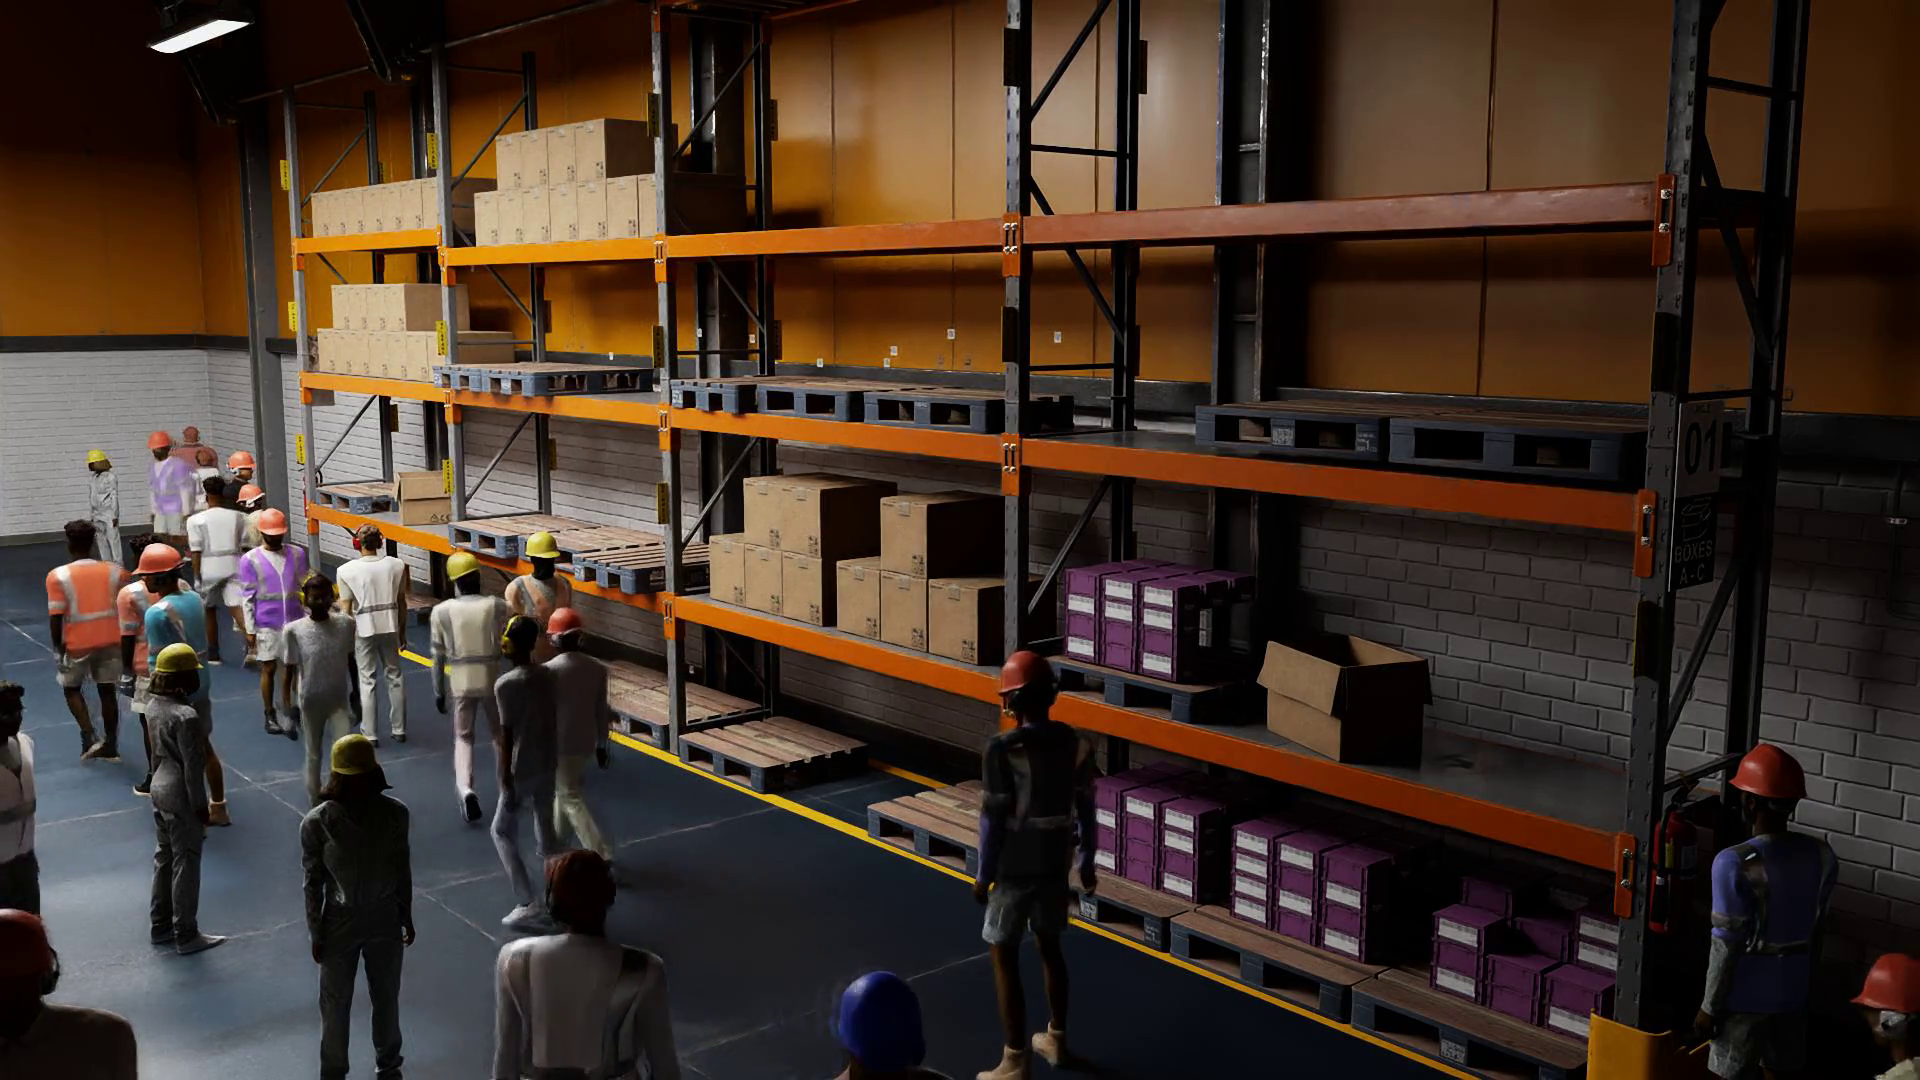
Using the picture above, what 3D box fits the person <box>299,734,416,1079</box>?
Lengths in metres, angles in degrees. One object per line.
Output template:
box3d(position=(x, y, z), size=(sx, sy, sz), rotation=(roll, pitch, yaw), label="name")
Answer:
box3d(position=(-2.672, 1.718, 7.438), size=(0.487, 1.744, 0.294), rotation=(-6, 10, -38), label="person")

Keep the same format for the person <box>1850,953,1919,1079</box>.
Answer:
box3d(position=(2.889, 2.102, 4.918), size=(0.611, 1.704, 0.834), rotation=(-6, 10, -35), label="person")

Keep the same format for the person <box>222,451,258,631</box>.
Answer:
box3d(position=(-7.926, 0.010, 18.437), size=(0.382, 1.995, 0.612), rotation=(0, 8, 0), label="person")

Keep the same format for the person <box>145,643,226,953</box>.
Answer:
box3d(position=(-4.404, 1.444, 9.398), size=(0.483, 1.734, 0.356), rotation=(7, 11, 41), label="person")

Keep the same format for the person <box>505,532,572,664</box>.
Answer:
box3d(position=(-3.135, 0.890, 12.551), size=(0.365, 1.928, 0.585), rotation=(6, 10, 36), label="person")

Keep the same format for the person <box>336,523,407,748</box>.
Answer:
box3d(position=(-4.782, 0.781, 13.584), size=(0.564, 1.847, 0.395), rotation=(-7, 11, -41), label="person")

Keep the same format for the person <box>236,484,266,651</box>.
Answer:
box3d(position=(-7.370, 0.283, 17.428), size=(0.350, 1.739, 0.574), rotation=(-1, 8, -5), label="person")

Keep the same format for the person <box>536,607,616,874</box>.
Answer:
box3d(position=(-2.467, 1.285, 10.555), size=(0.865, 1.717, 0.565), rotation=(6, 10, 35), label="person")

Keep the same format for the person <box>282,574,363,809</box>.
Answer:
box3d(position=(-4.285, 1.135, 11.220), size=(0.560, 1.813, 0.983), rotation=(-5, 10, -33), label="person")

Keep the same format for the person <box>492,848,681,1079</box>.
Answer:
box3d(position=(-1.225, 1.934, 5.472), size=(0.639, 1.871, 0.536), rotation=(0, 8, 3), label="person")

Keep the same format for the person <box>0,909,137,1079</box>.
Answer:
box3d(position=(-2.630, 1.990, 4.716), size=(0.618, 1.986, 0.408), rotation=(-4, 9, -24), label="person")

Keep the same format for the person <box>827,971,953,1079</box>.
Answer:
box3d(position=(-0.208, 2.060, 4.426), size=(0.621, 1.917, 0.678), rotation=(-7, 11, -42), label="person")

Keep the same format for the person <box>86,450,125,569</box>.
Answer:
box3d(position=(-11.133, -0.314, 21.603), size=(0.491, 1.732, 0.324), rotation=(4, 9, 24), label="person")

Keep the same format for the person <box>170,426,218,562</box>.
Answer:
box3d(position=(-10.699, -0.643, 23.283), size=(0.643, 1.908, 0.411), rotation=(-5, 9, -30), label="person")

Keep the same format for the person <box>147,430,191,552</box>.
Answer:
box3d(position=(-10.109, -0.425, 21.408), size=(0.646, 2.012, 0.700), rotation=(4, 9, 26), label="person")

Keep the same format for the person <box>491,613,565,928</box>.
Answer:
box3d(position=(-2.513, 1.347, 9.647), size=(0.490, 1.854, 0.500), rotation=(5, 10, 33), label="person")

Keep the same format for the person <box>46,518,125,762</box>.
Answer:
box3d(position=(-6.850, 0.804, 13.086), size=(0.415, 1.951, 0.614), rotation=(7, 11, 40), label="person")

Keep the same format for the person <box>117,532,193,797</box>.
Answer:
box3d(position=(-5.930, 0.914, 12.299), size=(0.378, 1.958, 0.598), rotation=(4, 9, 24), label="person")

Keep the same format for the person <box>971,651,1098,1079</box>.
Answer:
box3d(position=(0.346, 1.540, 7.738), size=(0.787, 2.014, 0.606), rotation=(-6, 10, -35), label="person")

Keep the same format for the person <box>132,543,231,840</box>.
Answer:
box3d(position=(-5.318, 1.027, 11.281), size=(0.450, 2.030, 0.621), rotation=(1, 8, 5), label="person")

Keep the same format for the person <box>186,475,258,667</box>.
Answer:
box3d(position=(-7.299, 0.324, 16.498), size=(0.603, 1.936, 0.880), rotation=(-8, 11, -42), label="person")

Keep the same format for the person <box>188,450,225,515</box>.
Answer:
box3d(position=(-10.235, -0.413, 22.635), size=(0.313, 1.632, 0.521), rotation=(7, 10, 39), label="person")

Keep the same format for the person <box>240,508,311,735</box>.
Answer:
box3d(position=(-5.742, 0.681, 14.024), size=(0.550, 1.924, 0.391), rotation=(-7, 11, -42), label="person")

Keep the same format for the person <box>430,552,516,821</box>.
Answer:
box3d(position=(-3.367, 1.030, 11.718), size=(0.694, 1.891, 0.693), rotation=(-2, 8, -12), label="person")

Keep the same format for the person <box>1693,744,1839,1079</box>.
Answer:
box3d(position=(3.120, 1.753, 6.515), size=(0.545, 1.938, 0.355), rotation=(-3, 9, -20), label="person")
